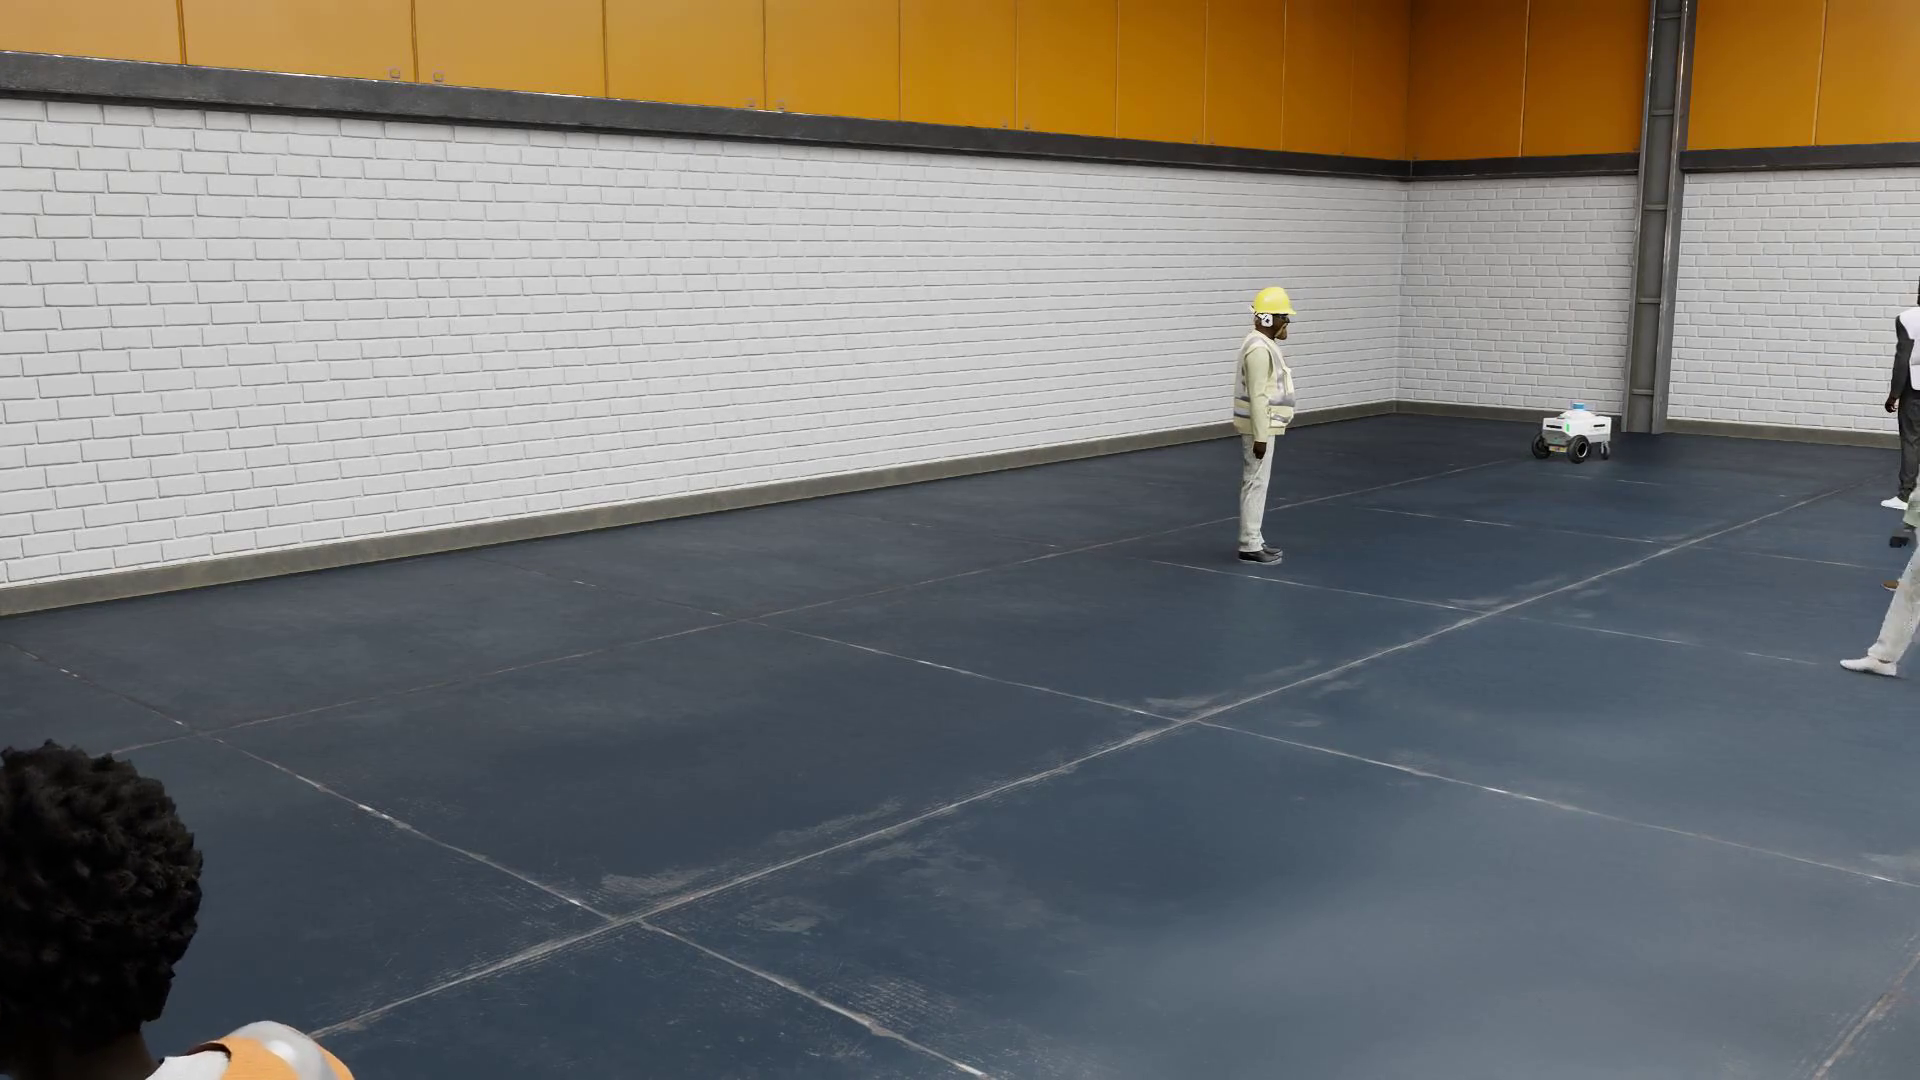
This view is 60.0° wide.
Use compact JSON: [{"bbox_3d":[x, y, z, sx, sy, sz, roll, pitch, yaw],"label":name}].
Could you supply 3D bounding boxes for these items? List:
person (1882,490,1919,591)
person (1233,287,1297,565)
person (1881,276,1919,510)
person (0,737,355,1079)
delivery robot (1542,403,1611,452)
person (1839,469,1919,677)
[{"bbox_3d":[5.899,-0.584,9.963,0.711,1.843,0.551,6,12,31],"label":"person"},{"bbox_3d":[2.002,-0.747,10.965,0.403,1.825,0.592,2,10,11],"label":"person"},{"bbox_3d":[7.658,-1.187,13.187,0.597,1.916,0.371,-1,10,-7],"label":"person"},{"bbox_3d":[-0.677,0.997,1.410,0.320,1.693,0.537,3,10,15],"label":"person"},{"bbox_3d":[6.050,-1.101,16.311,0.707,0.478,0.477,-6,12,-33],"label":"delivery robot"},{"bbox_3d":[4.639,-0.067,7.731,0.864,1.597,0.523,9,13,42],"label":"person"}]
